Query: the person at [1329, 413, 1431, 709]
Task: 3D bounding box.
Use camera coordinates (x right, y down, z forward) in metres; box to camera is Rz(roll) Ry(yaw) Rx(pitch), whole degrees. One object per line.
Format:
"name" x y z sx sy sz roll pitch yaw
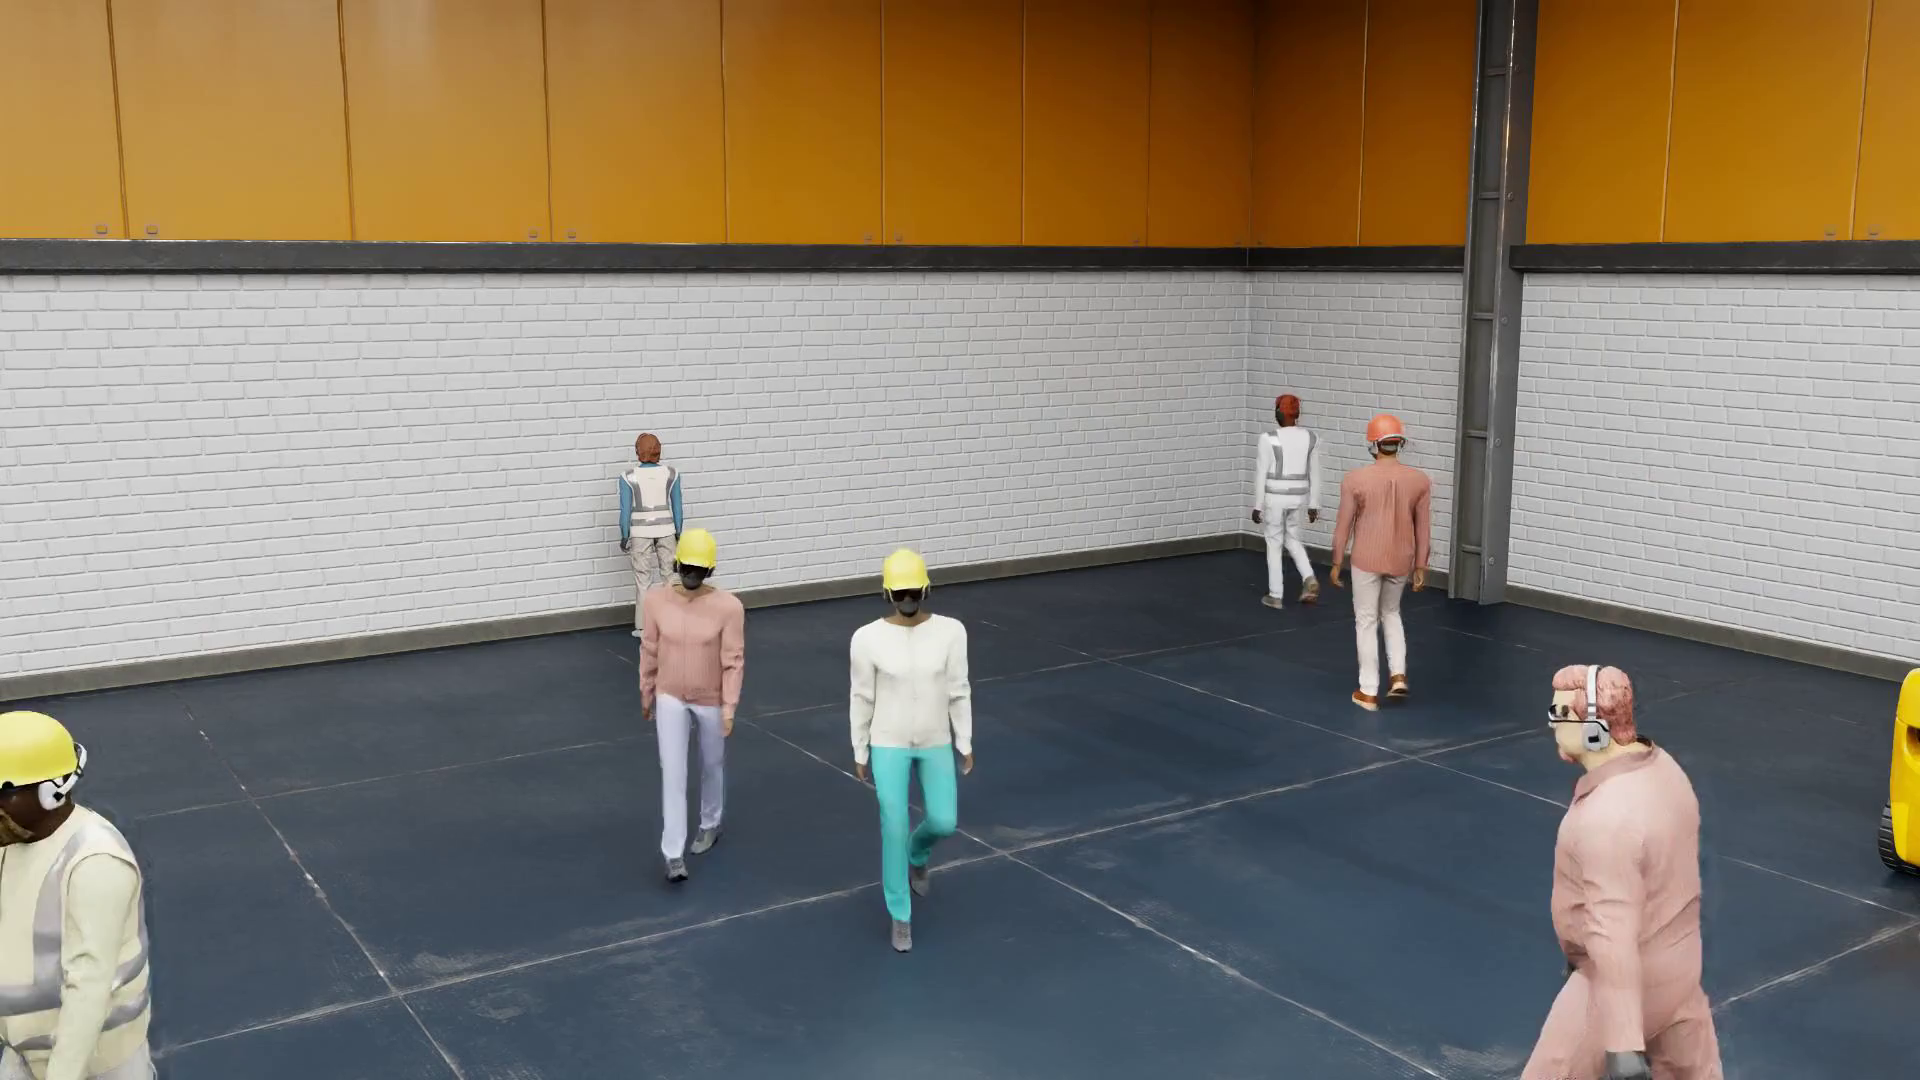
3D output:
"person" 2.804 0.145 11.139 0.620 1.978 0.438 -2 10 -9

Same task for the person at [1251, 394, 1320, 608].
"person" 2.803 -0.312 14.216 0.580 1.866 0.565 -4 10 -20

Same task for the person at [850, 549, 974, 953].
"person" -0.225 0.885 7.346 0.542 1.750 0.560 -2 10 -13

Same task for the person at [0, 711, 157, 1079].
"person" -2.463 1.347 4.431 0.609 1.792 0.898 6 11 33

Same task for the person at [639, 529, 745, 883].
"person" -1.306 0.776 8.087 0.540 1.710 0.861 0 9 2

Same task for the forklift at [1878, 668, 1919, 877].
"forklift" 5.511 0.571 7.906 2.313 2.155 1.214 -6 11 -33

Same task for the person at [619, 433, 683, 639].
"person" -2.441 -0.027 13.173 0.514 1.642 0.310 -4 10 -24

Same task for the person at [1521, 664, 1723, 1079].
"person" 1.991 1.277 4.760 0.921 1.845 0.672 9 13 42
